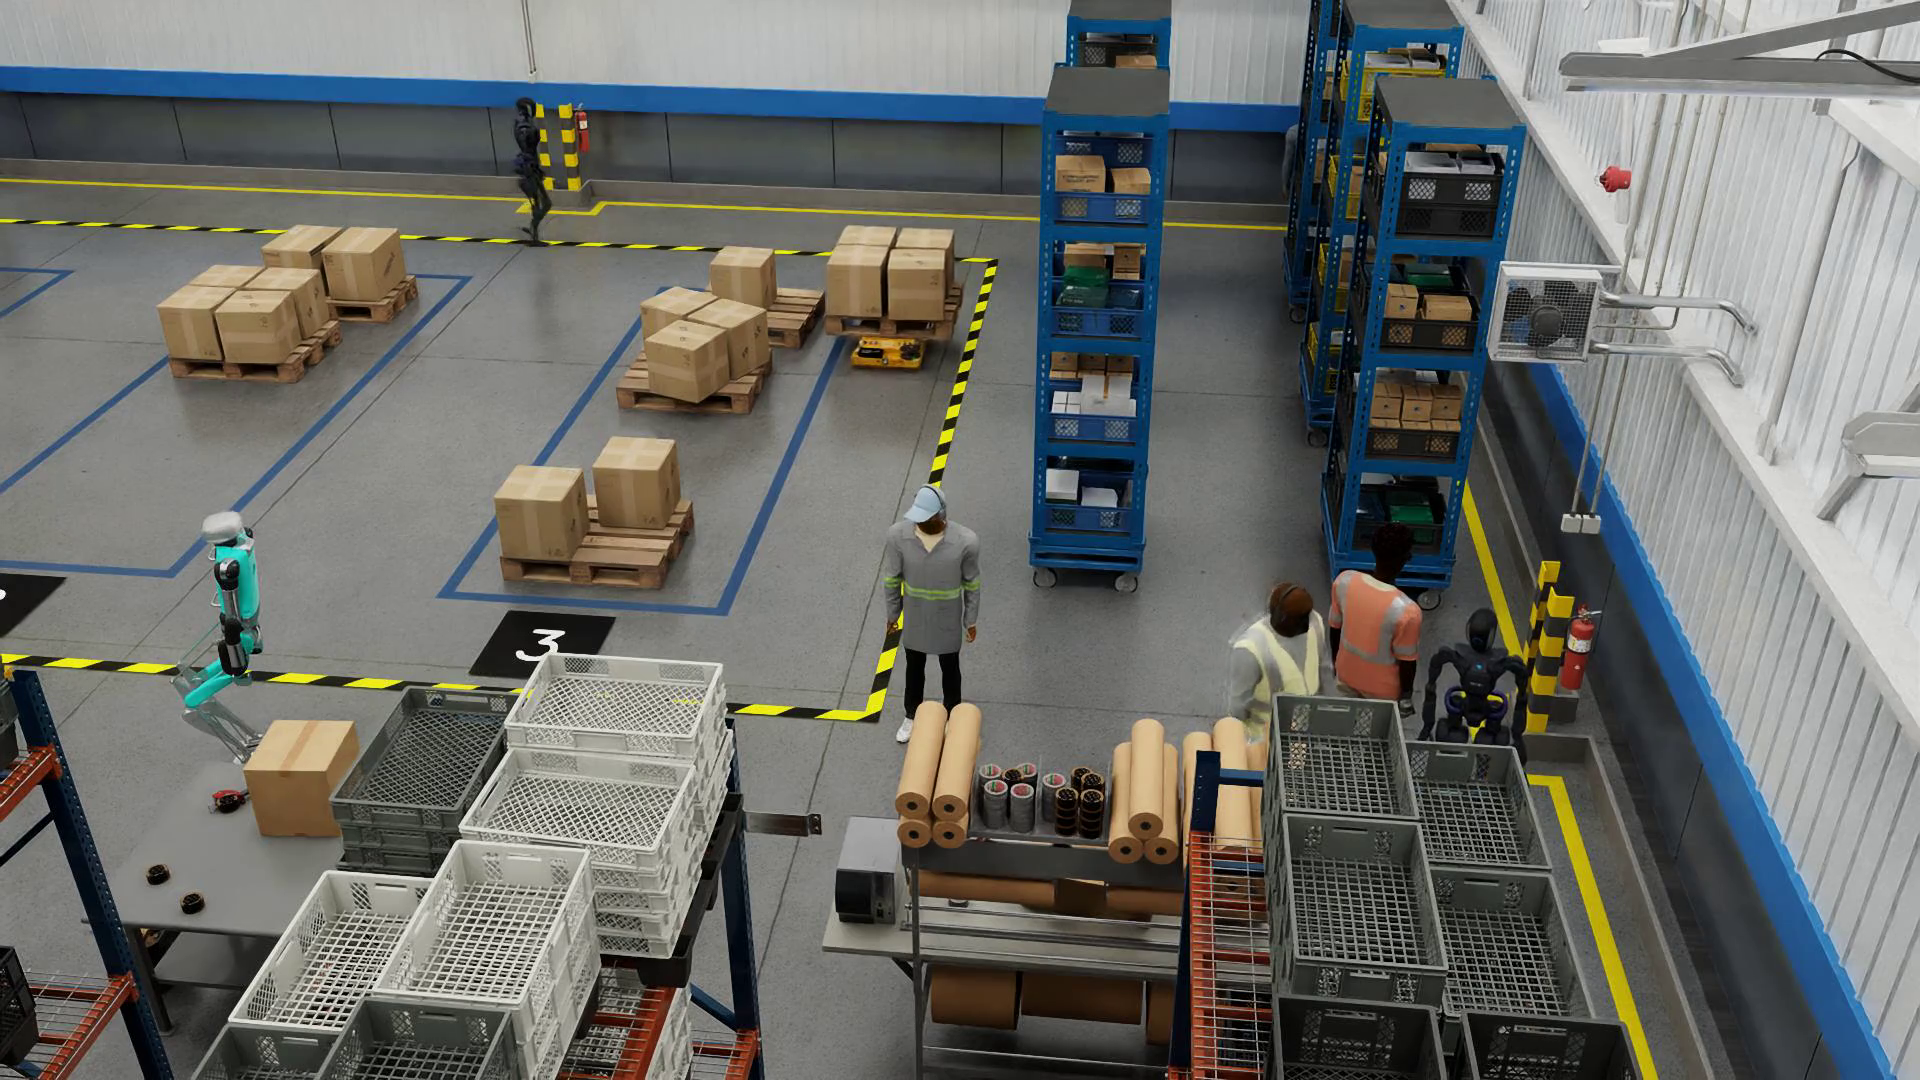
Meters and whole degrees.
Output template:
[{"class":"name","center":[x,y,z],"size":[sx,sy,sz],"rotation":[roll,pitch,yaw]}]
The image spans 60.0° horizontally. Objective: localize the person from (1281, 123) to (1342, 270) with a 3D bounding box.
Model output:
[{"class":"person","center":[3.669,-3.713,17.407],"size":[0.620,1.932,0.370],"rotation":[1,30,3]}]

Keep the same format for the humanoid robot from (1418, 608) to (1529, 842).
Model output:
[{"class":"humanoid robot","center":[2.947,1.049,9.487],"size":[0.617,1.635,0.461],"rotation":[10,32,16]}]

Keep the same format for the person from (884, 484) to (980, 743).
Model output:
[{"class":"person","center":[-0.179,0.472,10.290],"size":[0.596,1.849,0.385],"rotation":[5,31,8]}]

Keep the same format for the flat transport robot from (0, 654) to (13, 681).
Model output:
[{"class":"flat transport robot","center":[-7.142,0.969,11.010],"size":[1.431,0.231,0.659],"rotation":[3,30,6]}]

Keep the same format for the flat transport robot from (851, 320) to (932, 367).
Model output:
[{"class":"flat transport robot","center":[-0.621,-2.067,16.197],"size":[0.652,0.197,1.431],"rotation":[3,30,6]}]

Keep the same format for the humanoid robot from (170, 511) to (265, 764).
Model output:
[{"class":"humanoid robot","center":[-4.508,0.619,10.022],"size":[0.735,1.673,0.533],"rotation":[-5,31,-9]}]

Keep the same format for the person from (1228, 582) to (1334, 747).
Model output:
[{"class":"person","center":[1.829,1.017,9.412],"size":[0.635,1.795,0.951],"rotation":[-22,37,-33]}]

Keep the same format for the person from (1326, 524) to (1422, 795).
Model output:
[{"class":"person","center":[2.390,0.779,9.650],"size":[0.368,1.965,0.601],"rotation":[-23,37,-34]}]

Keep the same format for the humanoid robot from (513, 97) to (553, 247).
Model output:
[{"class":"humanoid robot","center":[-4.694,-4.015,18.165],"size":[0.358,1.639,0.609],"rotation":[-2,30,-3]}]
